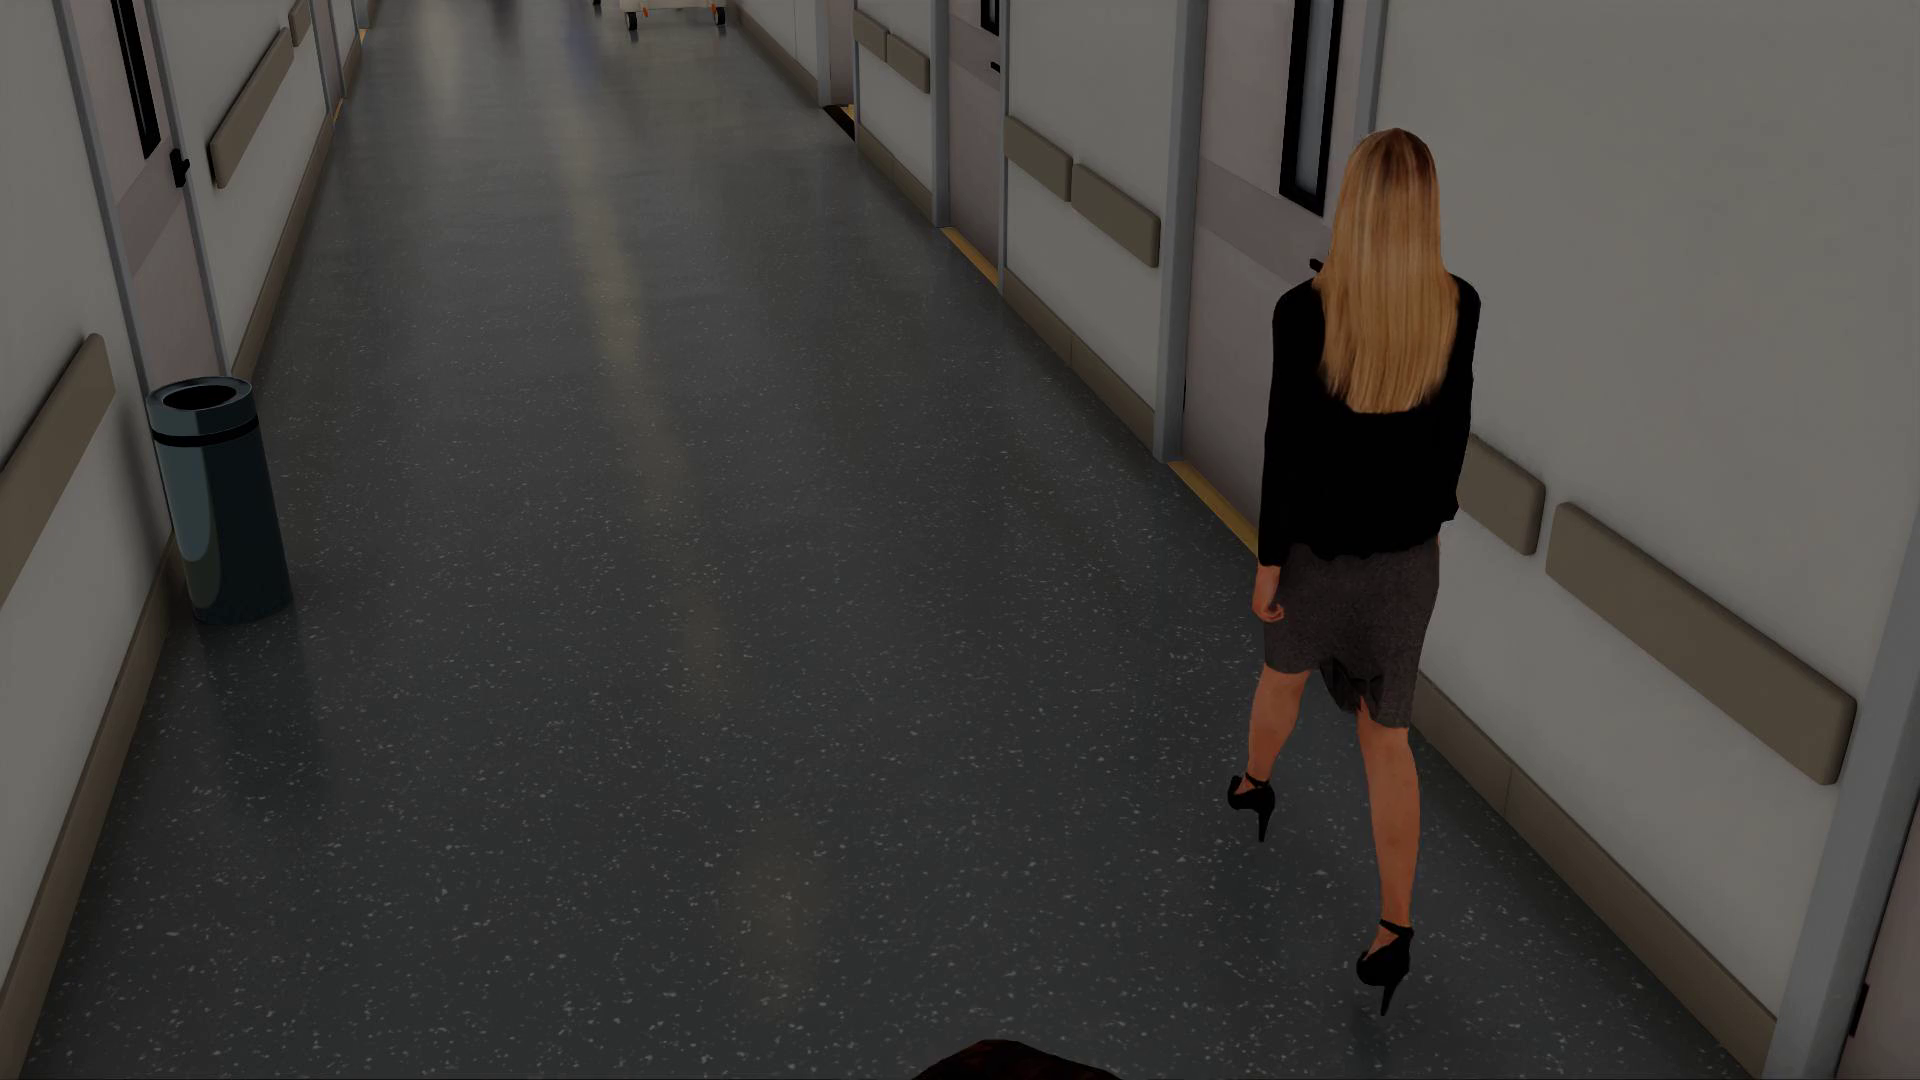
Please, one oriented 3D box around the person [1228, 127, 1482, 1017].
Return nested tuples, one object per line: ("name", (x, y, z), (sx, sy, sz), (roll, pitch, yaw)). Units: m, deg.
("person", (0.851, 0.126, 3.414), (1.094, 1.793, 0.793), (-3, 26, -6))
